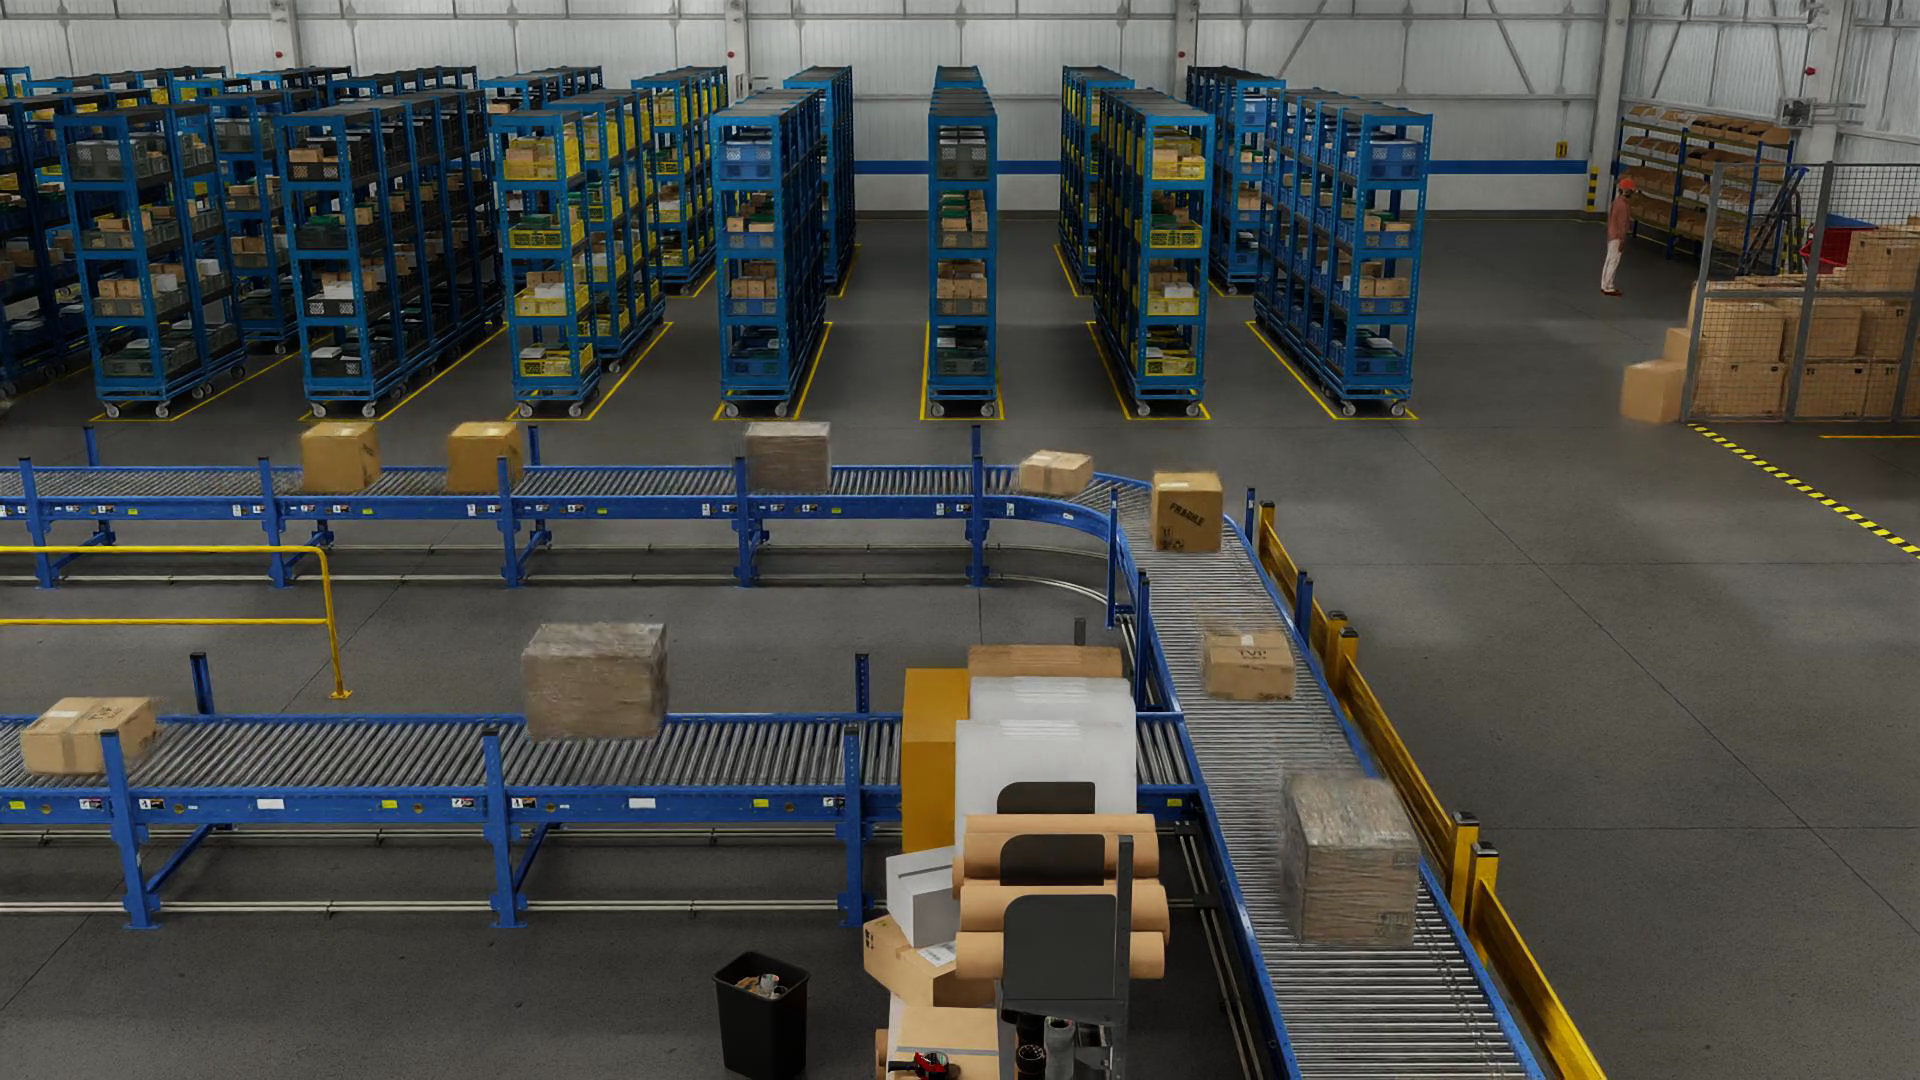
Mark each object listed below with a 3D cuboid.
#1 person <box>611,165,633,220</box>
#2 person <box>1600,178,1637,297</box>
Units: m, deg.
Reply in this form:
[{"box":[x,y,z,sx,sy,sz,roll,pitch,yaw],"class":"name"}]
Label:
[{"box":[-7.271,-7.301,35.251,0.941,1.787,0.598,-4,18,-11],"class":"person"},{"box":[11.179,-5.126,28.229,0.401,1.988,0.608,1,18,4],"class":"person"}]
